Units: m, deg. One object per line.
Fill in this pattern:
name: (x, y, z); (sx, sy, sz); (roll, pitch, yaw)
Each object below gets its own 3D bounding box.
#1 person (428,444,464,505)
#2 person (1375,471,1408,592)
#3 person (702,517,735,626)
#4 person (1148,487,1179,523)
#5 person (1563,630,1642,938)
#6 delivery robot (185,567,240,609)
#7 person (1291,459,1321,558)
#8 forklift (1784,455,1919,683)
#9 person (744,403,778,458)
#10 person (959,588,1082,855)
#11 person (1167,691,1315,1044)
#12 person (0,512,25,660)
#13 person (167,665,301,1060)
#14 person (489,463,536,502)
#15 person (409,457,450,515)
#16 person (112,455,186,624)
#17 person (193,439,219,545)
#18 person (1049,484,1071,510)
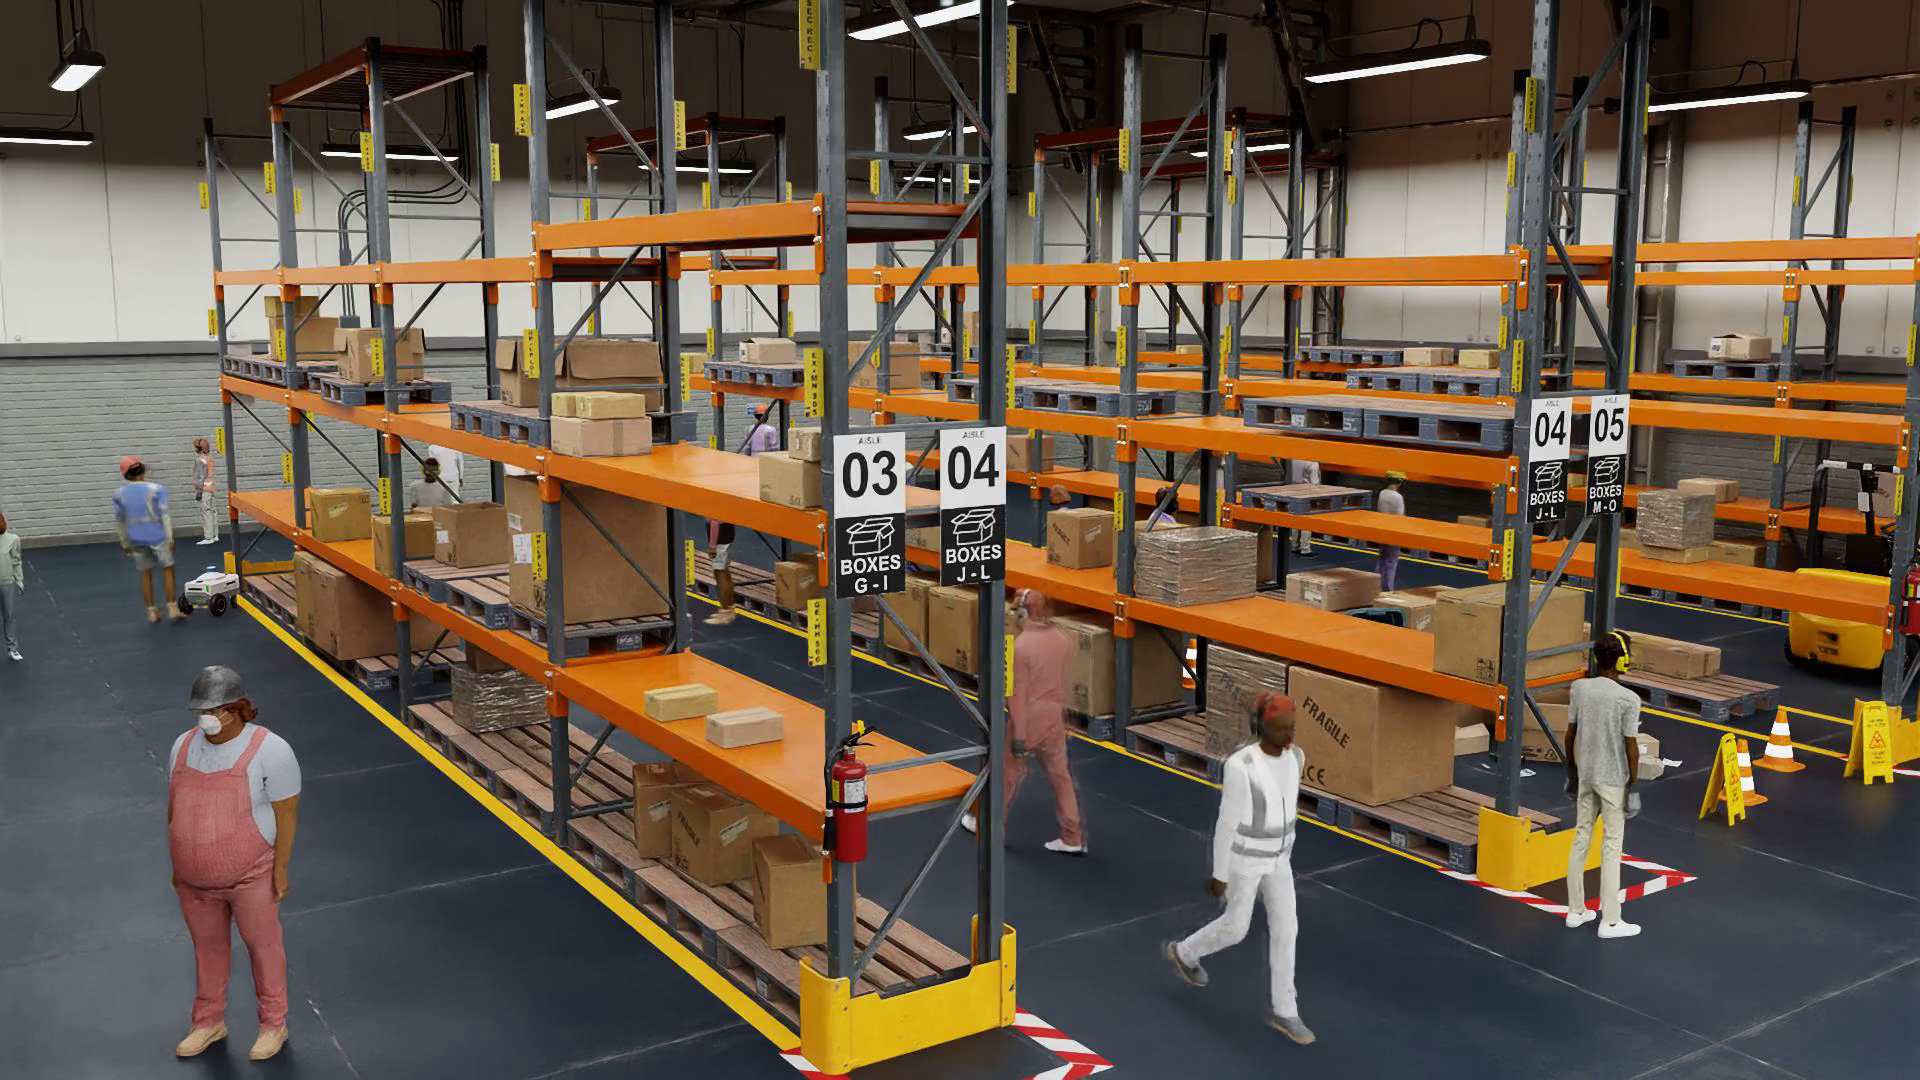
person: (-8.396, -1.029, 27.165); (0.569, 1.749, 0.342); (-5, 10, -32)
person: (5.361, -0.051, 20.621); (0.330, 1.765, 0.533); (-2, 9, -13)
person: (-2.848, -0.010, 19.493); (0.416, 2.030, 0.612); (1, 9, 5)
person: (2.188, 0.346, 17.721); (0.429, 1.843, 0.631); (2, 9, 13)
person: (3.915, 1.472, 10.124); (0.335, 1.873, 0.521); (-5, 10, -31)
delivery robot: (-9.081, 0.567, 20.201); (0.477, 0.478, 0.707); (1, 9, 8)
person: (5.082, -0.641, 24.371); (0.405, 1.824, 0.586); (-4, 9, -23)
forklift: (9.643, 0.253, 17.172); (2.313, 2.155, 1.214); (-6, 10, -33)
person: (-3.287, -1.261, 27.746); (0.605, 2.045, 0.377); (4, 9, 22)
person: (0.466, 1.253, 11.629); (0.985, 1.850, 0.671); (7, 11, 39)
person: (1.517, 1.679, 8.868); (0.587, 1.848, 0.879); (-6, 11, -36)
person: (-10.139, 0.480, 17.515); (0.498, 1.633, 0.280); (-7, 11, -38)
person: (-3.734, 1.638, 8.454); (0.674, 2.000, 0.535); (1, 9, 7)
person: (-6.309, -0.534, 23.496); (0.731, 1.860, 0.607); (-2, 9, -13)
person: (-6.633, -0.126, 20.838); (0.516, 1.852, 0.362); (-2, 9, -13)
person: (-9.574, -0.007, 19.572); (0.687, 1.989, 0.460); (-1, 9, -4)
person: (-11.647, -0.747, 25.665); (0.306, 1.639, 0.522); (-1, 9, -5)
person: (1.180, 0.156, 19.669); (0.266, 1.631, 0.507); (1, 9, 8)
